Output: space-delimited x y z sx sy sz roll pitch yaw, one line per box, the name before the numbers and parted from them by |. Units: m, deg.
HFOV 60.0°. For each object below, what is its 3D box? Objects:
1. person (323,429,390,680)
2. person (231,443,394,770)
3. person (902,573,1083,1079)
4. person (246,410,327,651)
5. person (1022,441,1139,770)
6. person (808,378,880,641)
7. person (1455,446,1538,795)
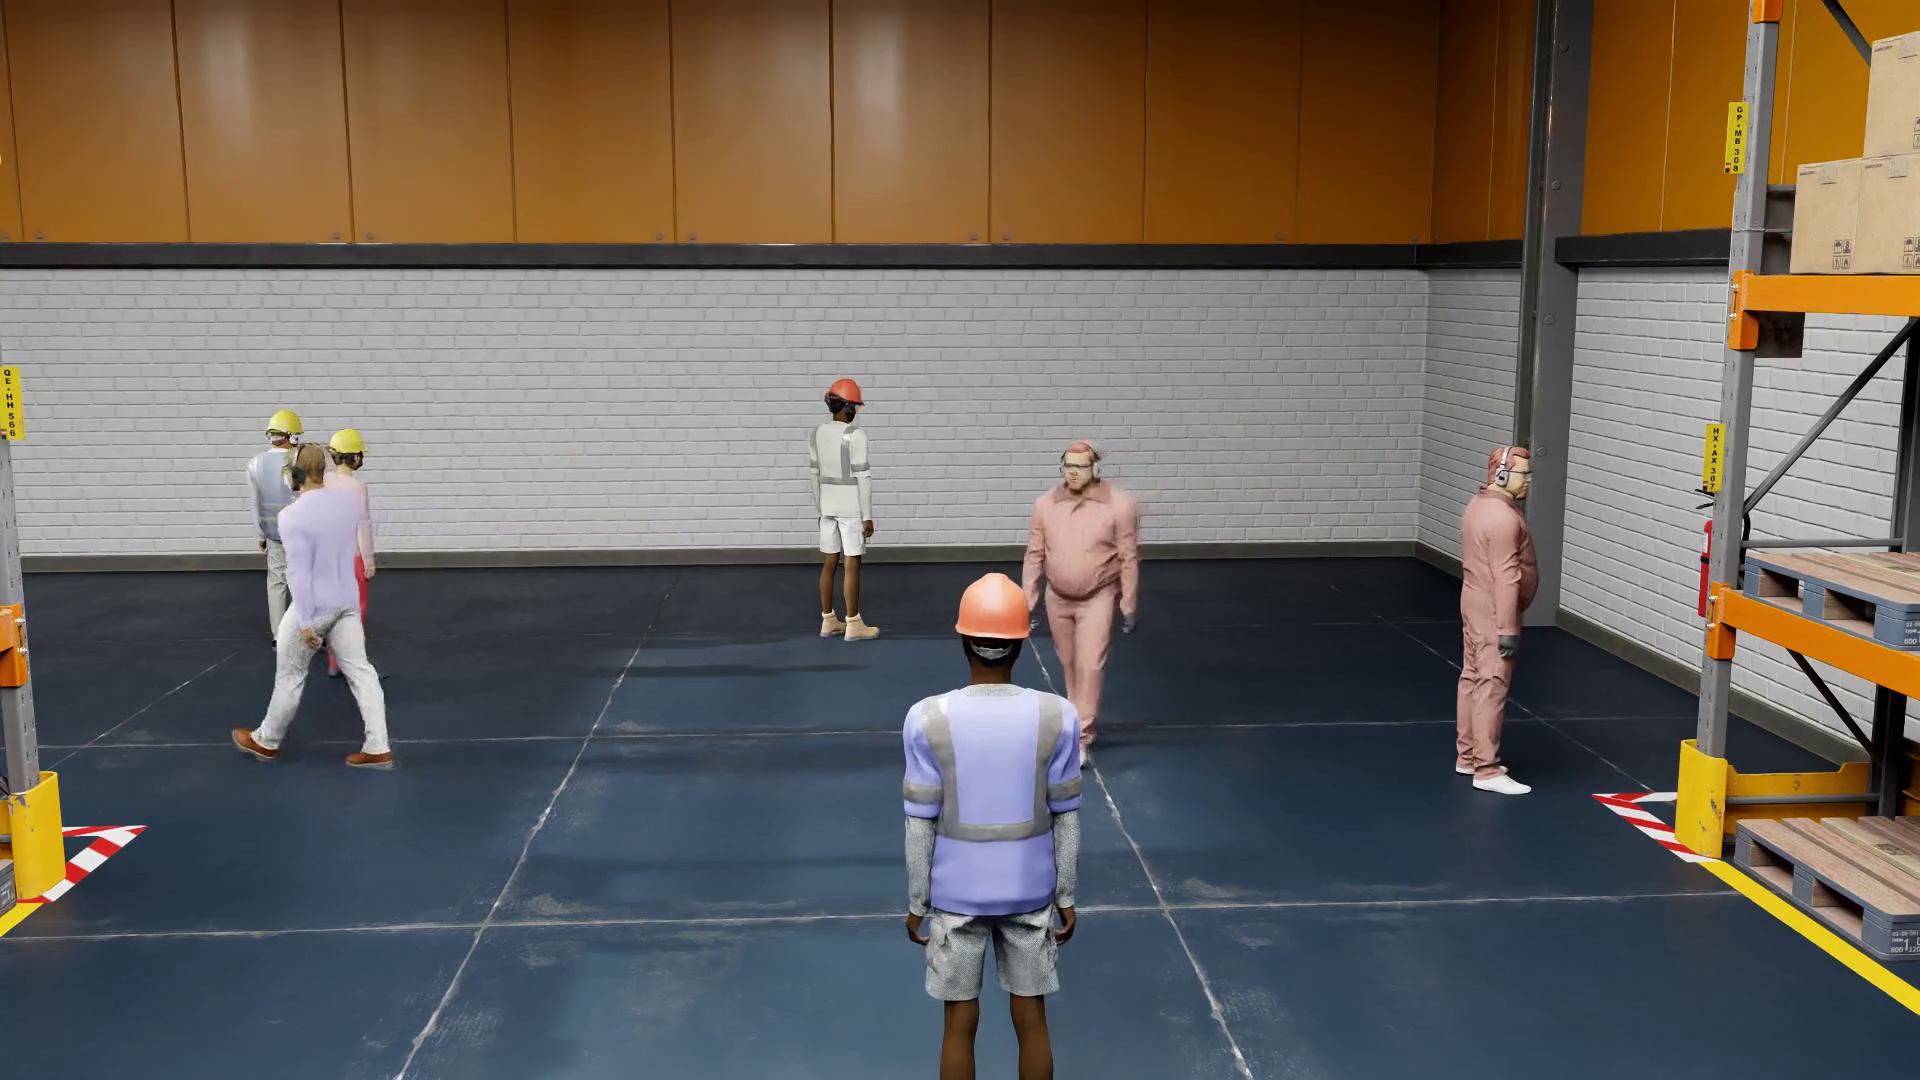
person | -4.265 0.108 11.640 0.527 1.767 0.331 7 11 36
person | -3.718 0.382 9.536 1.023 1.882 0.641 4 10 22
person | 0.096 1.062 5.112 0.548 1.937 0.358 -1 9 -6
person | -5.022 -0.061 12.501 0.590 1.829 0.403 2 9 13
person | 0.634 0.380 9.574 0.673 1.873 0.876 5 10 27
person | -0.897 -0.237 12.950 0.607 2.040 0.378 8 12 40
person | 2.977 0.430 9.194 0.400 1.905 0.643 0 9 2
